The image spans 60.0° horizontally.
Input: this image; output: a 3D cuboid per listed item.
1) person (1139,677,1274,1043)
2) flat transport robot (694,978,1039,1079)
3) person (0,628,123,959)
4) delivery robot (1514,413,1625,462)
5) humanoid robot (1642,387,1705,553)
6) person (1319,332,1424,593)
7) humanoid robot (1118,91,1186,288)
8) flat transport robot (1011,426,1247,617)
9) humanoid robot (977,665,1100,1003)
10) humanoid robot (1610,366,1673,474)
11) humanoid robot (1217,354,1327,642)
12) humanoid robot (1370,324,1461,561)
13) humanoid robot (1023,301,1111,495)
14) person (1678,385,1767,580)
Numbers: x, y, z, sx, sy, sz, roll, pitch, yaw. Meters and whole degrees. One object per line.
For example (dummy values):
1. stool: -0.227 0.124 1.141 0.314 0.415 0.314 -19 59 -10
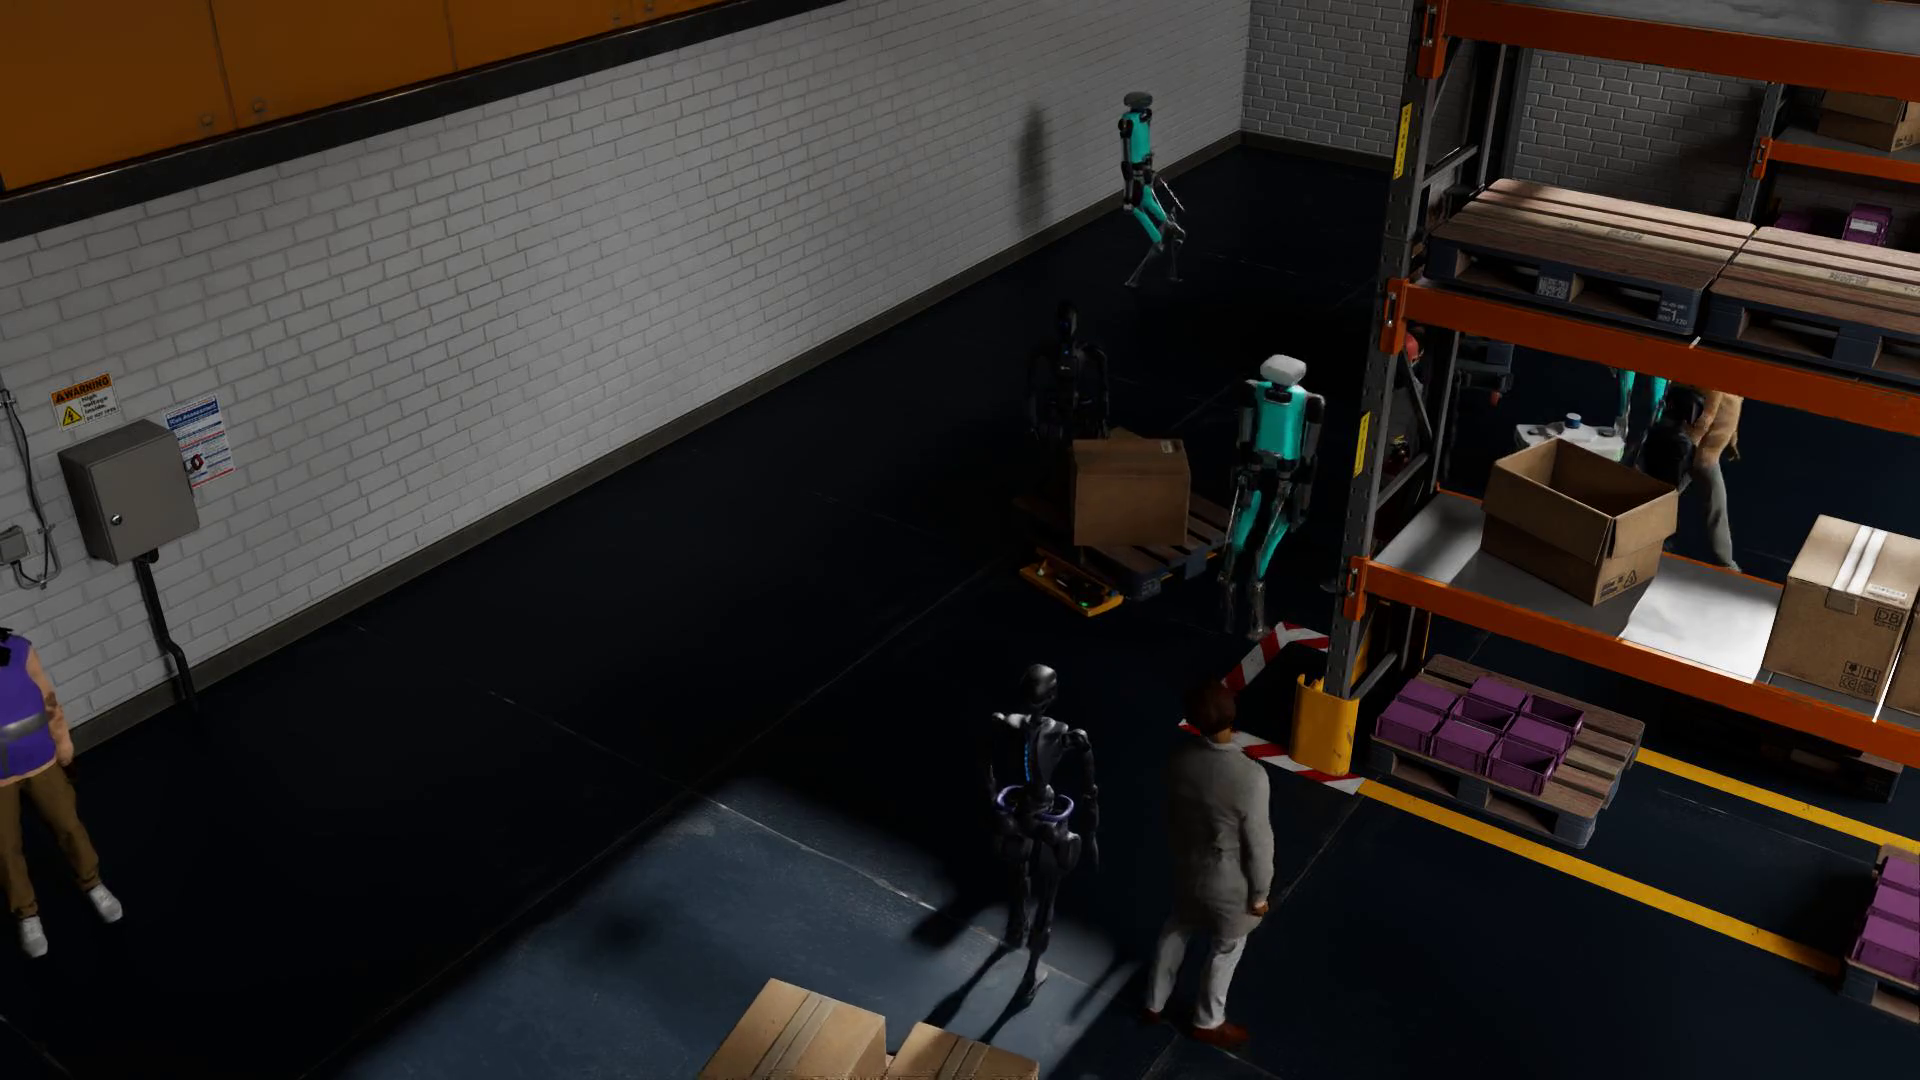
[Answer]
1. person: 1.052 1.407 7.077 0.394 1.807 0.623 -25 38 -36
2. flat transport robot: -0.344 2.636 6.466 0.659 0.231 1.431 13 32 21
3. person: -4.348 1.030 7.594 0.546 1.924 0.418 -23 37 -34
4. delivery robot: 4.302 -0.616 11.811 0.758 0.583 0.499 2 30 3
5. humanoid robot: 4.115 -0.132 9.852 0.339 1.645 0.598 4 30 7
6. person: 2.595 -0.485 10.422 0.783 1.721 0.577 -8 31 -13
7. humanoid robot: 1.805 -3.084 14.972 0.804 1.805 0.531 15 33 24
8. flat transport robot: 1.137 0.073 10.913 1.431 0.231 0.659 -23 37 -34
9. humanoid robot: 0.358 1.258 7.459 0.599 1.636 0.629 11 32 19
10. humanoid robot: 4.797 -1.227 11.676 0.543 1.738 0.809 12 32 20
11. humanoid robot: 1.767 -0.171 9.885 0.537 1.794 0.703 18 35 28
12. humanoid robot: 2.976 -0.674 10.829 0.748 1.620 0.590 -19 35 -30
13. humanoid robot: 0.718 -0.786 10.990 0.600 1.655 0.330 3 30 5
14. person: 4.739 -0.585 10.519 0.982 1.825 0.572 15 33 24
